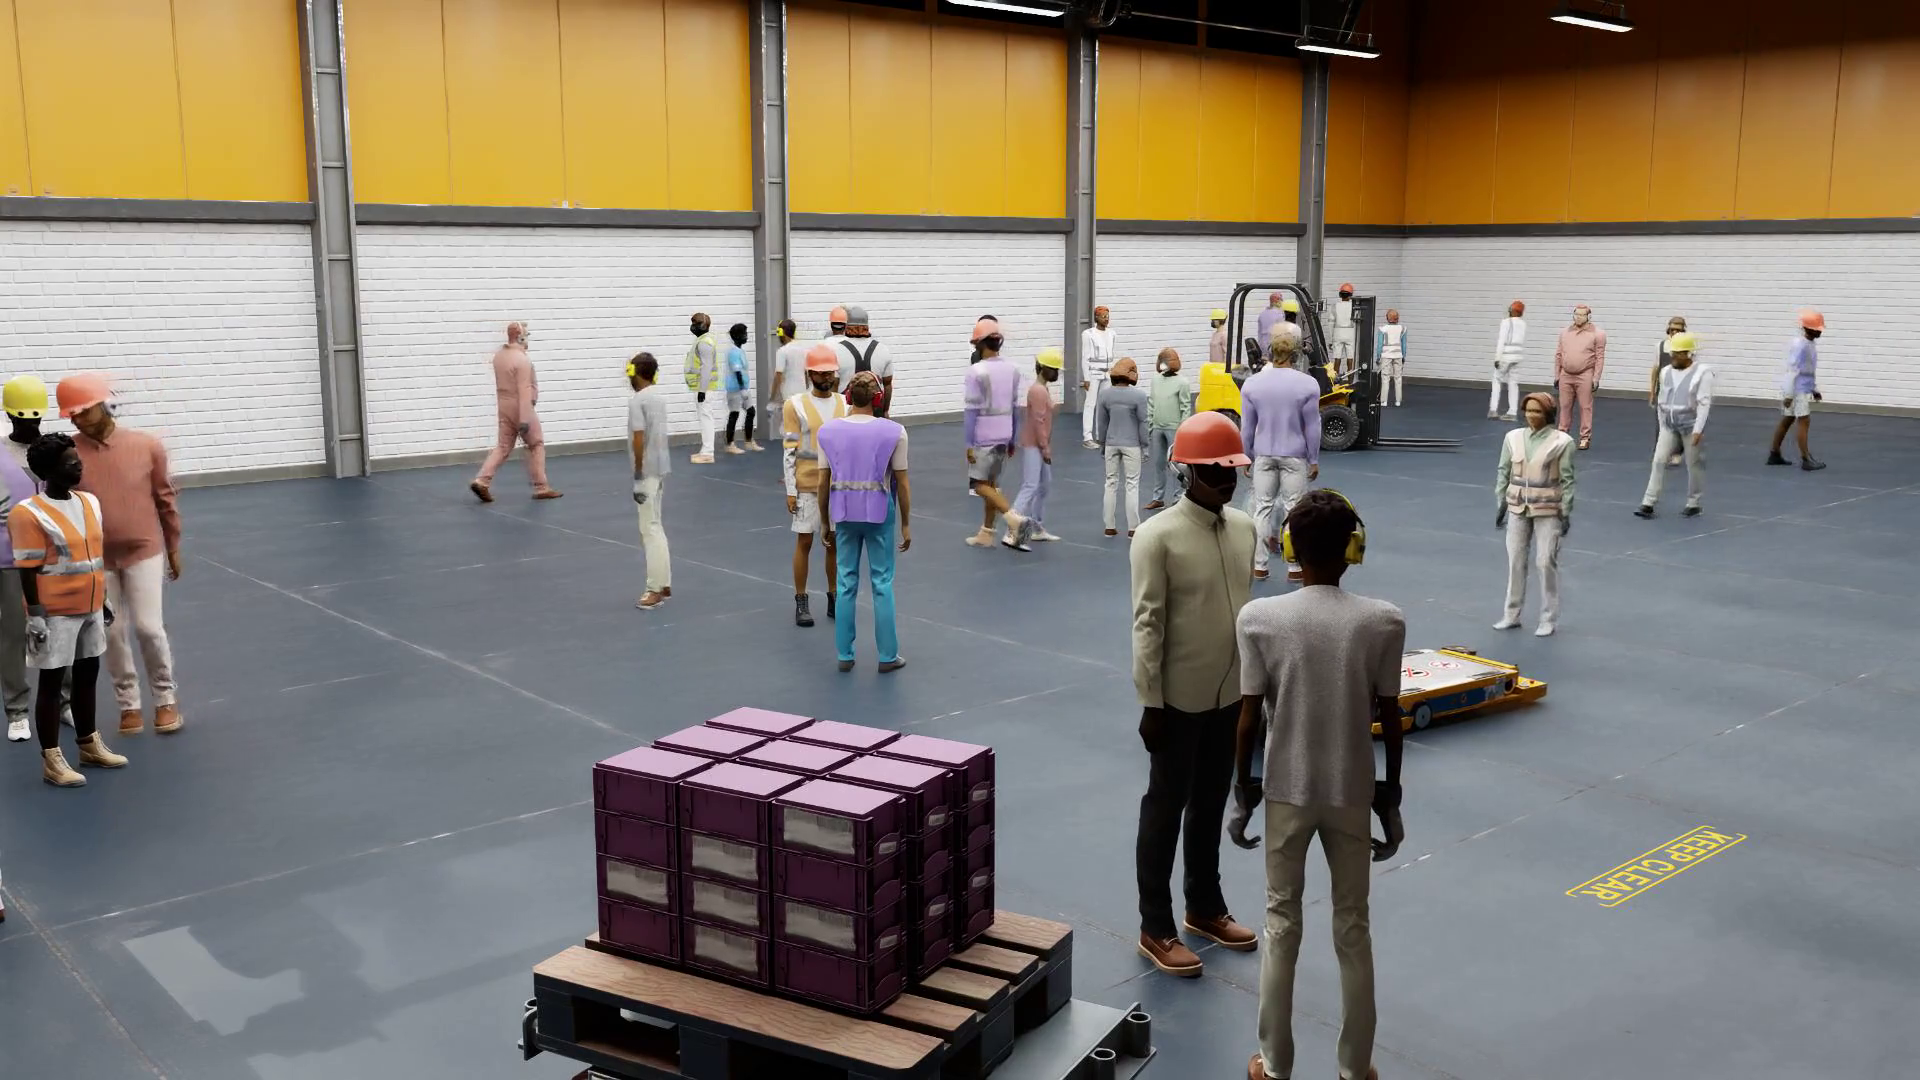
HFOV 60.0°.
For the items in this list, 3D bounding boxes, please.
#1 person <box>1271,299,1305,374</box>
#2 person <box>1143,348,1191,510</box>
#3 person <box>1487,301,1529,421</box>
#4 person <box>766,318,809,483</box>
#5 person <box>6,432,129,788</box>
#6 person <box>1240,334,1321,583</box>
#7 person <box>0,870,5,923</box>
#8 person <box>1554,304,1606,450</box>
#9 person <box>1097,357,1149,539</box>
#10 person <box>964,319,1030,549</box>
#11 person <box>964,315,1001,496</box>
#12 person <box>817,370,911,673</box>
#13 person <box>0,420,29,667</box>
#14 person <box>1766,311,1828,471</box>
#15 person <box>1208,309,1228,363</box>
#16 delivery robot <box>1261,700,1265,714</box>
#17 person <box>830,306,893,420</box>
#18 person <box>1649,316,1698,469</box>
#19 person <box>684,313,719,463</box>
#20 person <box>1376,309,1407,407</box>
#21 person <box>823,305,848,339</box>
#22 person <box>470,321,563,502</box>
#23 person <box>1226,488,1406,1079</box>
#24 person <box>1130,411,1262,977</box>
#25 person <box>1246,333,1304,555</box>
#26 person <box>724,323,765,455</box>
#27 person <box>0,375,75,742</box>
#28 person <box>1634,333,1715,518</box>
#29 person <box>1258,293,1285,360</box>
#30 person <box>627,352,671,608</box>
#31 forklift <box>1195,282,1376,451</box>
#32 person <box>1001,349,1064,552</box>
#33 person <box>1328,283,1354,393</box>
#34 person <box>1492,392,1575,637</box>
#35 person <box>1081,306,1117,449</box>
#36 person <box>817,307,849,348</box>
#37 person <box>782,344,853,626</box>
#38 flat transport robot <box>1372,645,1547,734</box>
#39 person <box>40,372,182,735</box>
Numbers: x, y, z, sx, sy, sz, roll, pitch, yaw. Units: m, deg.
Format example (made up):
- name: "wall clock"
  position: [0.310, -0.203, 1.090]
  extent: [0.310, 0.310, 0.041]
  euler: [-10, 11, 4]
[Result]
- name: "person"
  position: [4.709, -2.508, 23.987]
  extent: [0.446, 1.912, 0.594]
  euler: [-5, 11, -25]
- name: "person"
  position: [2.056, -1.089, 16.507]
  extent: [0.277, 1.632, 0.507]
  euler: [-9, 13, -43]
- name: "person"
  position: [8.500, -2.777, 25.789]
  extent: [0.668, 1.840, 0.611]
  euler: [-4, 10, -21]
- name: "person"
  position: [-1.908, -1.543, 18.593]
  extent: [0.436, 1.842, 0.660]
  euler: [4, 10, 21]
- name: "person"
  position: [-4.302, 0.328, 8.025]
  extent: [0.316, 1.696, 0.540]
  euler: [2, 10, 12]
- name: "person"
  position: [2.486, -0.626, 12.919]
  extent: [0.627, 1.935, 0.370]
  euler: [4, 11, 23]
- name: "person"
  position: [-3.854, 0.528, 6.244]
  extent: [0.408, 1.908, 0.643]
  euler: [-6, 11, -32]
- name: "person"
  position: [8.107, -2.140, 21.852]
  extent: [0.643, 1.913, 0.410]
  euler: [9, 13, 41]
- name: "person"
  position: [1.473, -0.826, 14.964]
  extent: [0.499, 1.633, 0.281]
  euler: [6, 11, 31]
- name: "person"
  position: [0.317, -0.875, 14.193]
  extent: [0.613, 2.008, 0.752]
  euler: [-9, 13, -43]
- name: "person"
  position: [0.239, -1.429, 17.668]
  extent: [0.371, 1.916, 0.597]
  euler: [2, 10, 10]
- name: "person"
  position: [-0.584, -0.101, 10.102]
  extent: [0.570, 1.843, 0.372]
  euler: [2, 10, 9]
- name: "person"
  position: [-5.965, -0.088, 10.034]
  extent: [0.633, 1.842, 0.429]
  euler: [-5, 11, -28]
- name: "person"
  position: [10.027, -1.772, 19.818]
  extent: [0.767, 1.885, 0.601]
  euler: [7, 12, 36]
- name: "person"
  position: [3.778, -2.504, 24.404]
  extent: [0.315, 1.767, 0.535]
  euler: [-2, 10, -13]
- name: "delivery robot"
  position: [1.384, 0.759, 8.563]
  extent: [0.707, 0.478, 0.477]
  euler: [-1, 10, -5]
- name: "person"
  position: [-1.035, -1.319, 16.663]
  extent: [0.690, 2.000, 0.538]
  euler: [-3, 10, -19]
- name: "person"
  position: [8.523, -1.762, 19.890]
  extent: [0.515, 1.829, 0.725]
  euler: [7, 12, 35]
- name: "person"
  position: [-3.175, -1.868, 20.446]
  extent: [0.429, 1.846, 0.633]
  euler: [-1, 10, -8]
- name: "person"
  position: [7.254, -3.050, 27.968]
  extent: [0.511, 1.641, 0.308]
  euler: [-1, 10, -5]
- name: "person"
  position: [-1.480, -2.001, 21.033]
  extent: [0.623, 1.914, 0.534]
  euler: [4, 10, 21]
- name: "person"
  position: [-4.623, -1.320, 17.159]
  extent: [0.638, 1.876, 0.907]
  euler: [9, 13, 44]
- name: "person"
  position: [1.055, 0.773, 4.937]
  extent: [0.520, 1.865, 0.327]
  euler: [1, 10, 8]
- name: "person"
  position: [0.856, 0.534, 5.948]
  extent: [0.614, 1.994, 0.381]
  euler: [-9, 13, -42]
- name: "person"
  position: [2.641, -0.785, 13.977]
  extent: [0.534, 1.889, 0.680]
  euler: [-2, 10, -9]
- name: "person"
  position: [-2.736, -1.915, 21.211]
  extent: [0.577, 1.681, 0.545]
  euler: [1, 10, 3]
- name: "person"
  position: [-4.875, 0.089, 8.782]
  extent: [0.586, 1.917, 0.380]
  euler: [-10, 14, -44]
- name: "person"
  position: [6.882, -1.078, 15.967]
  extent: [0.840, 1.791, 0.607]
  euler: [-7, 12, -35]
- name: "person"
  position: [5.411, -3.293, 28.613]
  extent: [0.407, 1.904, 0.654]
  euler: [-6, 11, -30]
- name: "person"
  position: [-2.312, -0.440, 12.140]
  extent: [0.351, 1.836, 0.689]
  euler: [2, 10, 12]
- name: "forklift"
  position: [4.328, -2.346, 22.227]
  extent: [2.313, 2.155, 1.214]
  euler: [3, 10, 16]
- name: "person"
  position: [0.659, -0.789, 14.481]
  extent: [0.472, 1.737, 0.689]
  euler: [1, 10, 6]
- name: "person"
  position: [7.033, -3.667, 30.404]
  extent: [0.608, 2.044, 0.373]
  euler: [4, 10, 20]
- name: "person"
  position: [3.853, -0.180, 11.167]
  extent: [0.311, 1.638, 0.522]
  euler: [-9, 13, -43]
- name: "person"
  position: [1.841, -2.145, 21.960]
  extent: [0.572, 1.883, 0.358]
  euler: [-8, 12, -38]
- name: "person"
  position: [-1.409, -1.742, 19.438]
  extent: [0.543, 1.939, 0.361]
  euler: [-2, 10, -12]
- name: "person"
  position: [-0.943, -0.378, 11.450]
  extent: [0.543, 1.939, 0.360]
  euler: [-5, 11, -25]
- name: "flat transport robot"
  position: [2.561, 0.820, 9.311]
  extent: [1.431, 0.197, 0.652]
  euler: [-6, 12, -34]
- name: "person"
  position: [-4.420, 0.090, 8.678]
  extent: [0.638, 1.947, 0.581]
  euler: [-4, 10, -22]
